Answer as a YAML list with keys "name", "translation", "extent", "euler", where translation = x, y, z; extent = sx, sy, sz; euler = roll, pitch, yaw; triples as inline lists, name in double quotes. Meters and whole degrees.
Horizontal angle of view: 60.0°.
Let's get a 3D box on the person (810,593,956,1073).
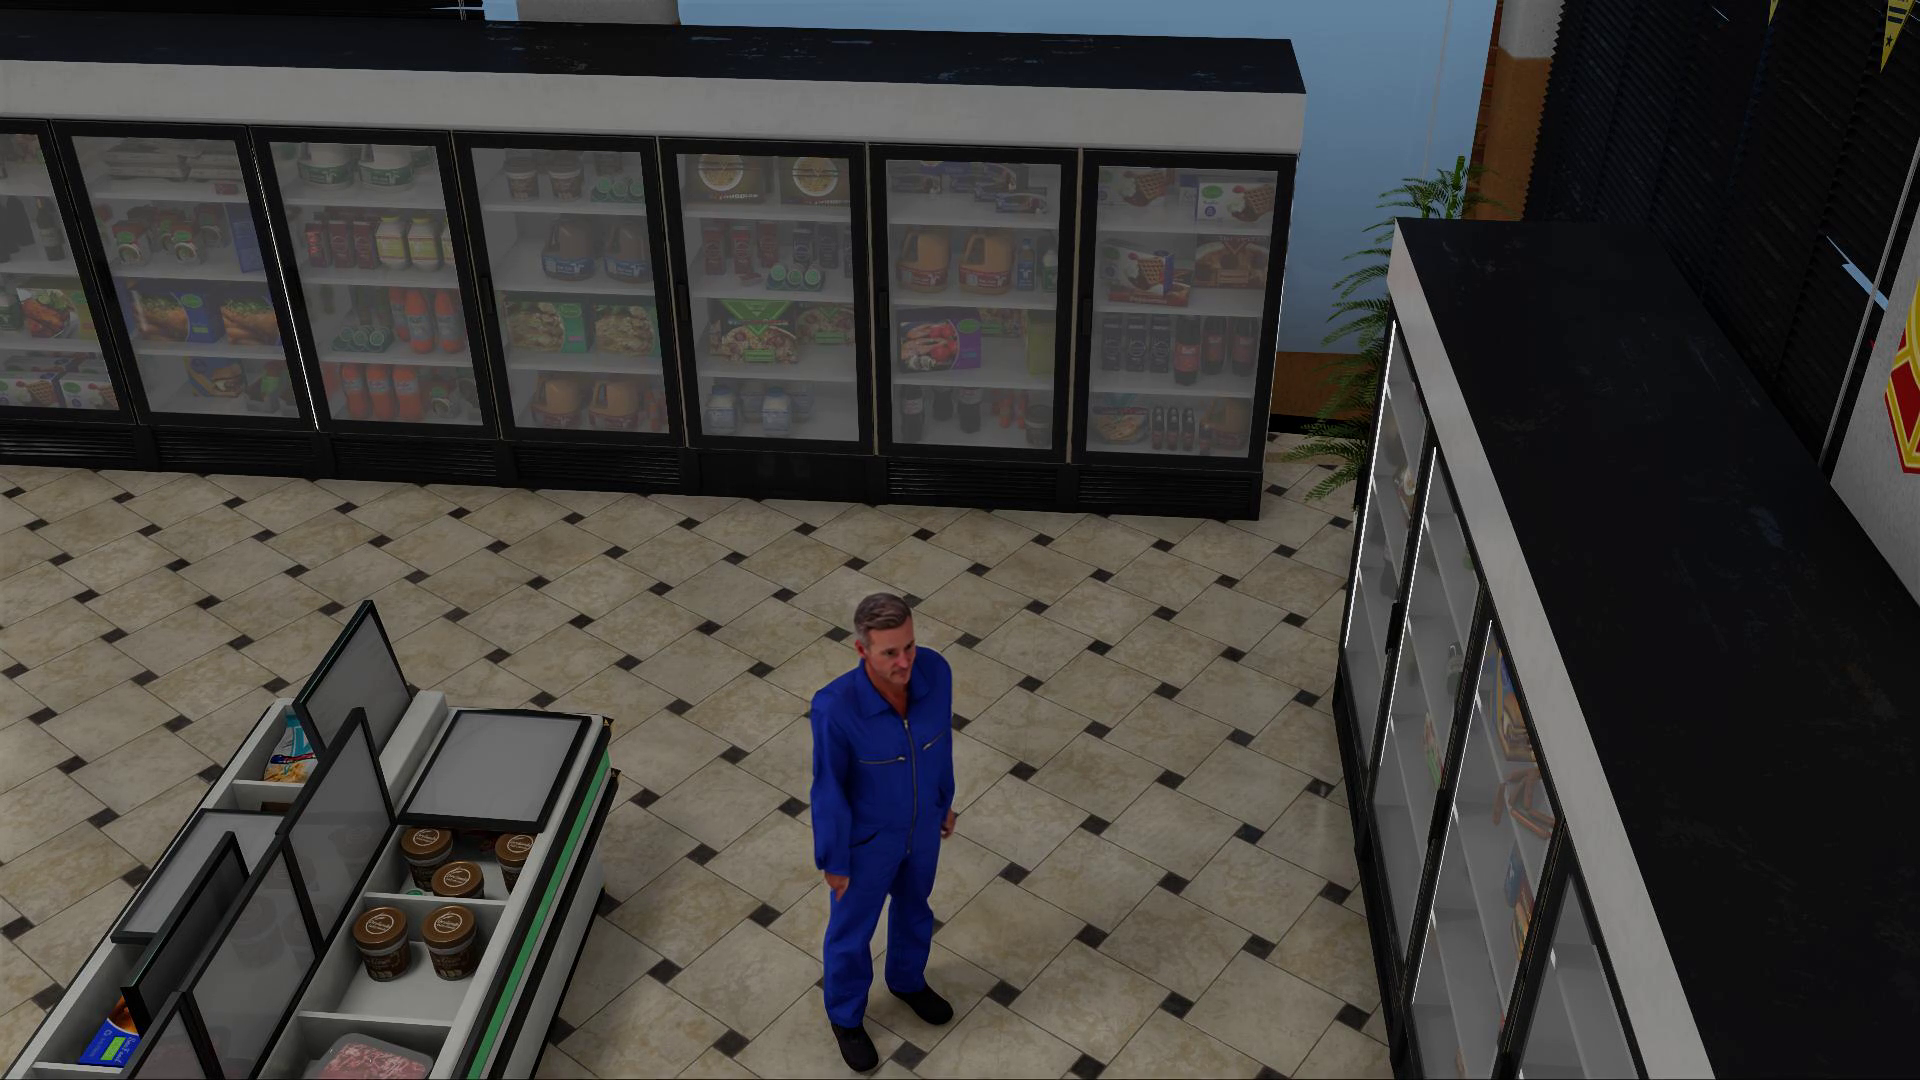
- name: "person"
  translation: [-0.245, 0.933, 5.444]
  extent: [0.775, 1.827, 0.821]
  euler: [-23, 39, -32]
